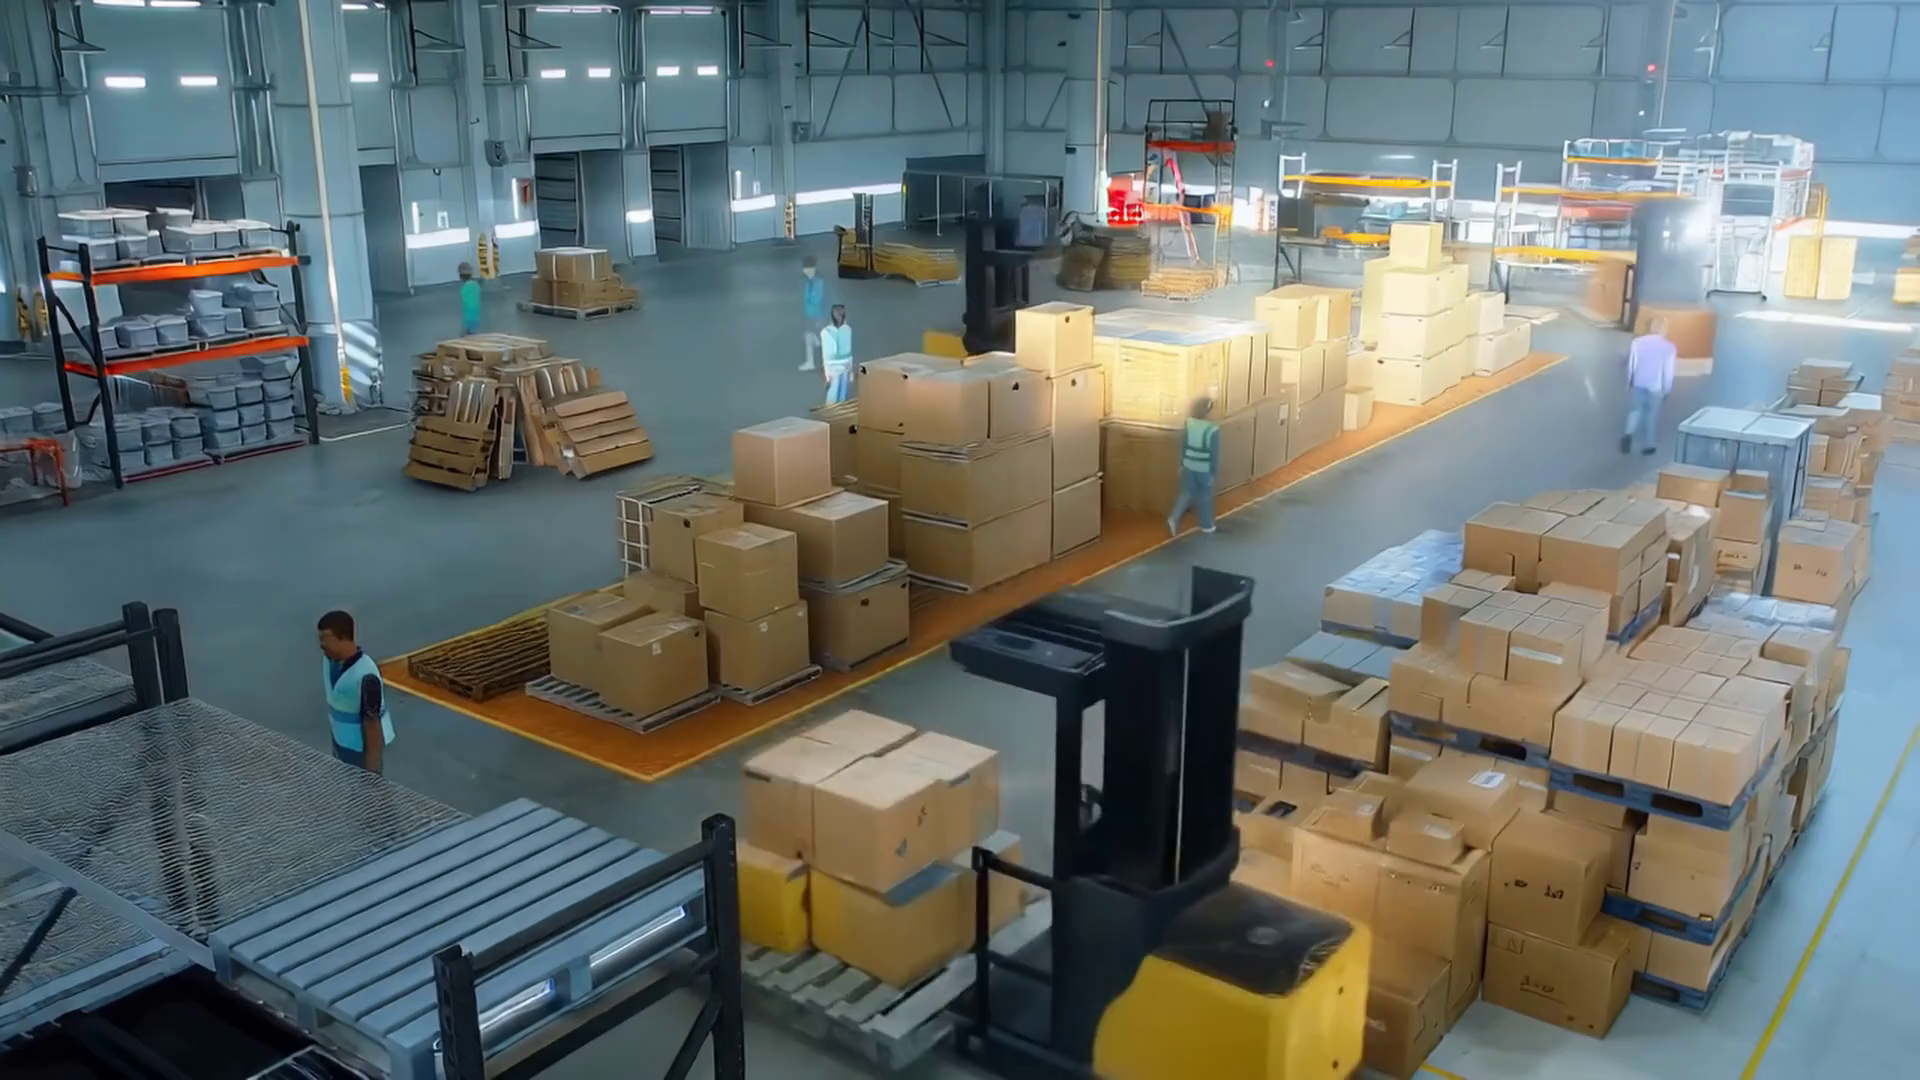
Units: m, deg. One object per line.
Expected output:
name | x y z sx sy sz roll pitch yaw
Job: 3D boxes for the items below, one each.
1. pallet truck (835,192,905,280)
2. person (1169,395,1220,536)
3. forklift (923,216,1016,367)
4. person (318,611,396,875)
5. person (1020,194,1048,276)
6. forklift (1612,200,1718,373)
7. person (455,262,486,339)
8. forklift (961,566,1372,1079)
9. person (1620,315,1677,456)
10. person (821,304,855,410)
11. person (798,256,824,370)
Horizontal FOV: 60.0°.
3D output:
pallet truck | -1.936 -7.159 38.982 1.885 1.965 0.823 -12 21 -34
person | 2.633 -0.815 18.605 0.516 1.622 0.657 14 21 38
forklift | 0.439 -3.495 25.346 1.873 2.768 1.129 12 21 35
person | -3.955 1.358 10.941 0.591 1.909 0.409 16 23 42
person | 1.743 -7.231 39.420 0.627 1.904 0.946 3 17 9
forklift | 12.036 -4.331 28.116 1.129 2.768 1.873 1 17 4
person | -8.115 -3.678 27.657 1.012 1.886 0.566 2 17 8
forklift | 1.091 1.587 8.521 1.873 2.768 1.129 12 21 35
person | 9.165 -2.038 22.163 0.637 1.917 0.671 15 23 41
person | -1.699 -2.364 23.302 0.356 1.883 0.572 11 20 33
person | -2.391 -3.835 28.103 0.702 1.923 0.545 -10 19 -29
